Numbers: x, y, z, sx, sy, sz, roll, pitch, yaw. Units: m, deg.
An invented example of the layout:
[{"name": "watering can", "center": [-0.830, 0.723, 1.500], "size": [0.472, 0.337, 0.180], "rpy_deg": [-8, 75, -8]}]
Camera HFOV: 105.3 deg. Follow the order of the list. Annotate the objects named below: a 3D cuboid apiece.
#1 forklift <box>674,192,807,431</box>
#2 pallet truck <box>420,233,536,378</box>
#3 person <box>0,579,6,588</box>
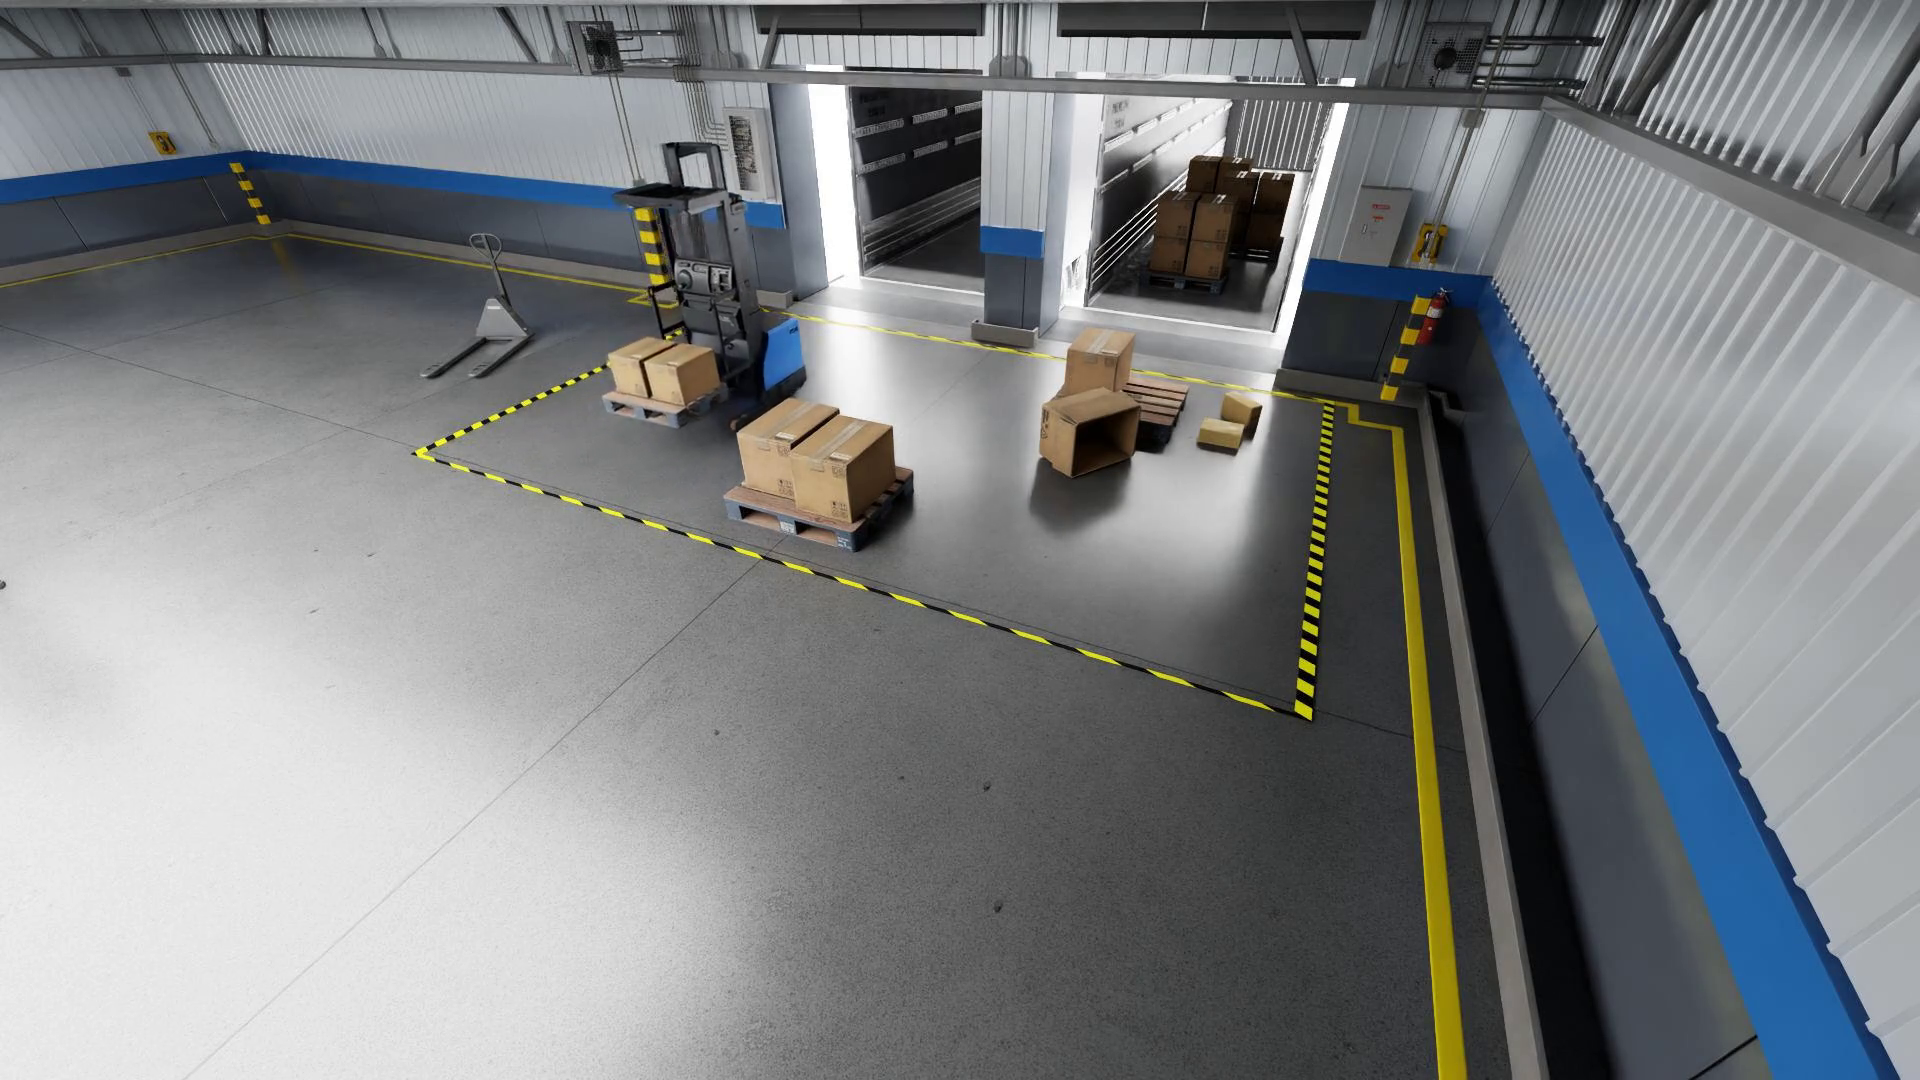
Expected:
[{"name": "forklift", "center": [-2.167, -2.390, 7.285], "size": [0.716, 2.013, 0.776], "rpy_deg": [14, 38, 19]}, {"name": "pallet truck", "center": [-5.664, -2.712, 8.427], "size": [0.680, 1.201, 1.601], "rpy_deg": [0, 35, -1]}, {"name": "person", "center": [-6.983, -0.386, 4.552], "size": [0.383, 1.948, 0.604], "rpy_deg": [14, 38, 19]}]
